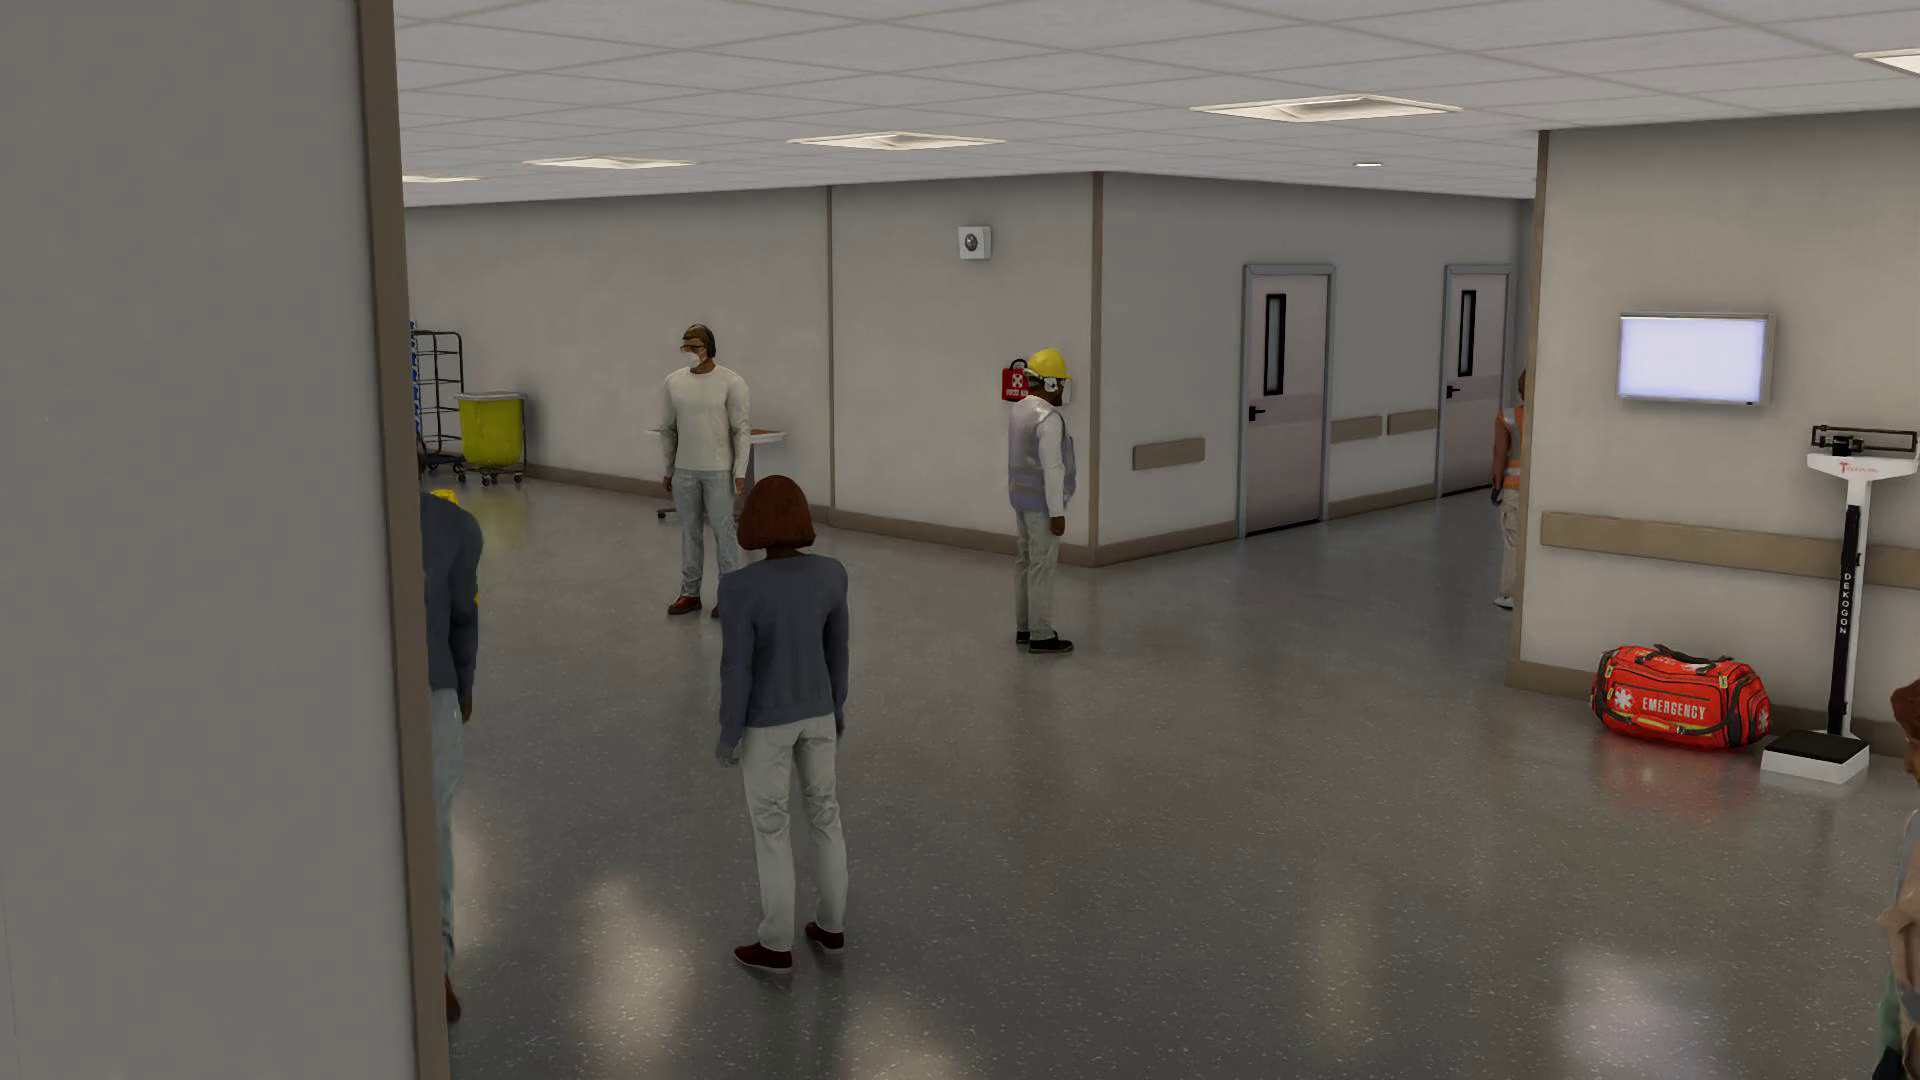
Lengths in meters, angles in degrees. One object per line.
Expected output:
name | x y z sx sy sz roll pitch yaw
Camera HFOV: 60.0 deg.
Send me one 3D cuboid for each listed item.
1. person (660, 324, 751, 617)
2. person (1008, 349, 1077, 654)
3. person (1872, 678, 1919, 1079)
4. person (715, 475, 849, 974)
person | -1.690 -0.454 11.005 0.635 1.937 0.353 3 10 19
person | 0.494 -0.231 10.010 0.403 1.824 0.590 -3 10 -18
person | 1.829 1.035 2.881 0.403 1.609 0.619 0 9 -2
person | -0.577 0.601 5.468 0.503 1.632 0.271 -8 12 -40
